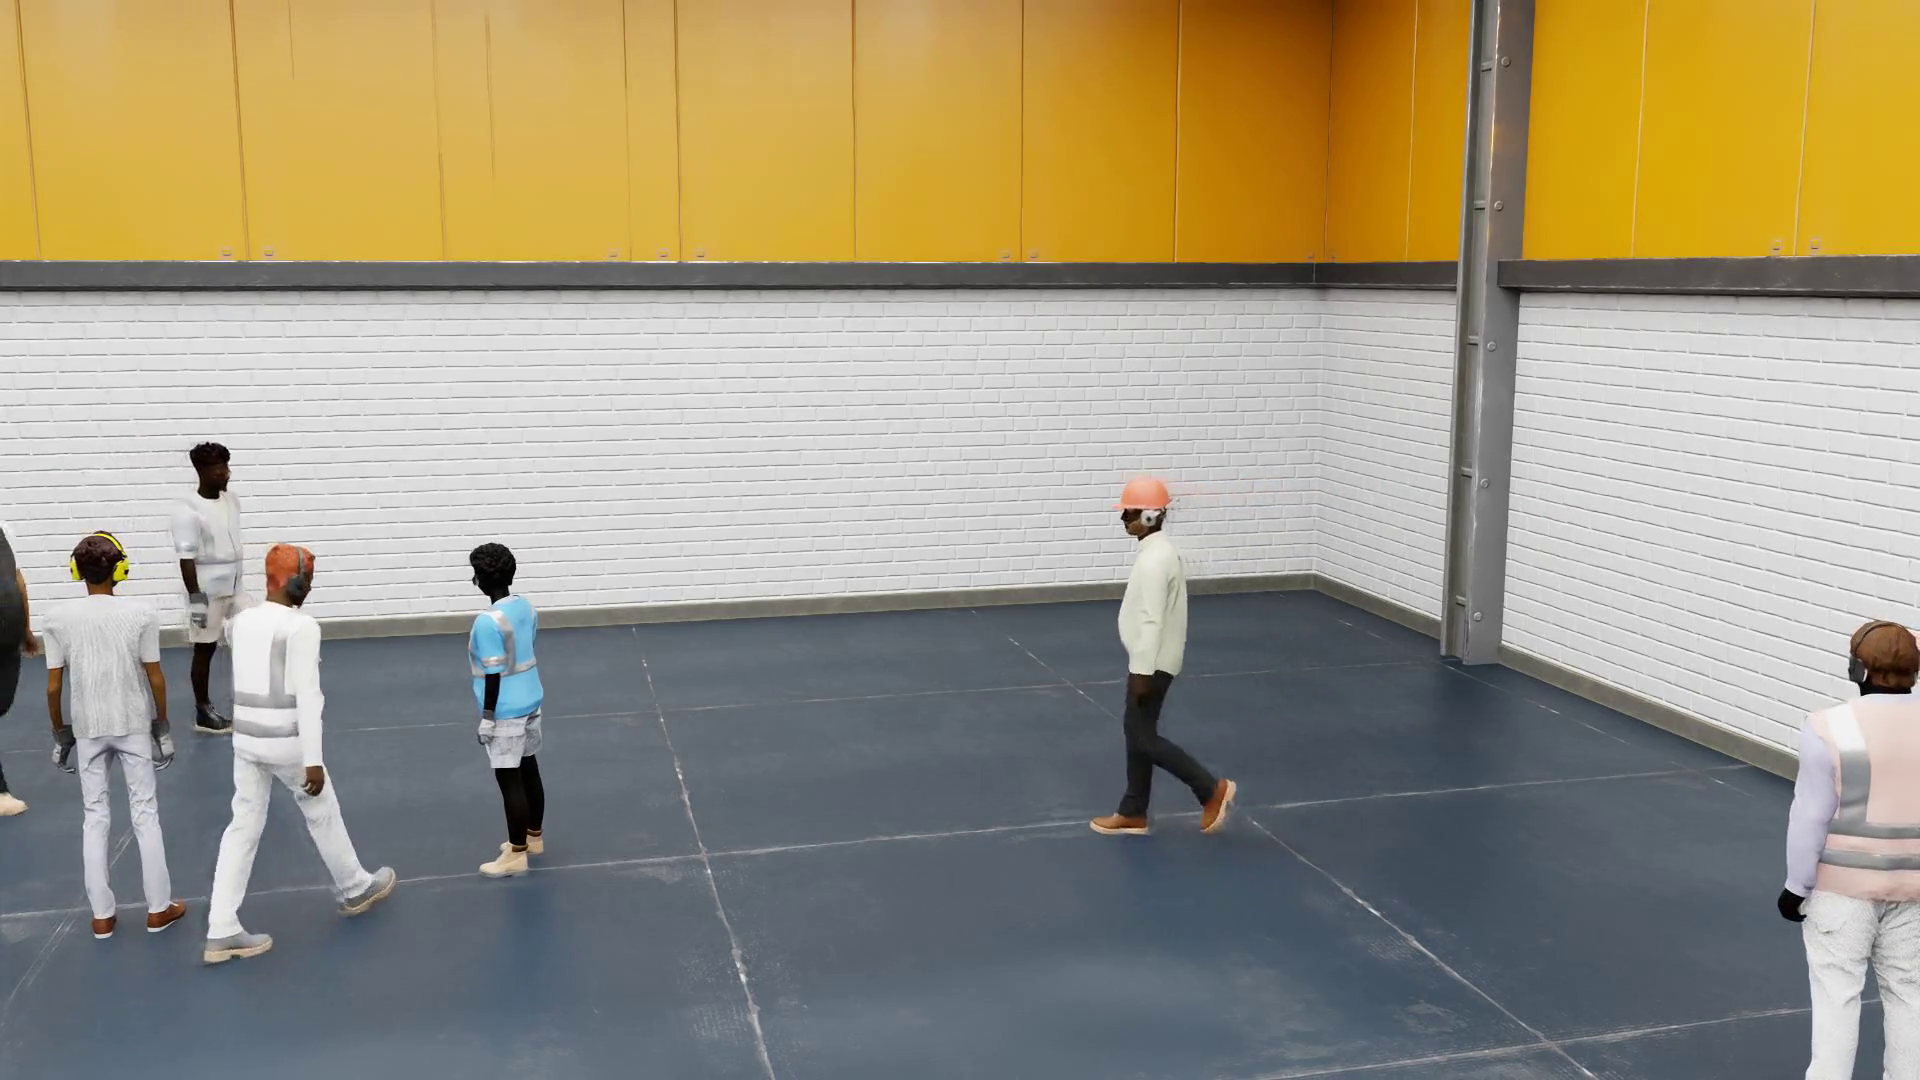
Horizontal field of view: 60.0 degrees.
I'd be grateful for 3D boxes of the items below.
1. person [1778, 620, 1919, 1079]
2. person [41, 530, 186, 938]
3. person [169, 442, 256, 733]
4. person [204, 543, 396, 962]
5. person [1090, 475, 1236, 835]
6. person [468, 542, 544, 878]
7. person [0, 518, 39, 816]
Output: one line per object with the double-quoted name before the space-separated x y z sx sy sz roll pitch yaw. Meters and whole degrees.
"person" 3.180 1.189 5.826 0.634 1.839 0.429 0 9 -2
"person" -3.882 0.888 7.611 0.517 1.873 0.334 -2 9 -14
"person" -4.778 0.329 10.873 0.709 1.934 0.647 3 9 16
"person" -3.048 0.930 7.540 0.644 1.810 1.024 4 10 25
"person" 1.075 0.638 8.838 0.676 1.980 0.630 1 9 5
"person" -2.286 0.852 8.393 0.322 1.690 0.533 1 9 8
"person" -5.671 0.507 9.455 0.905 2.000 0.682 3 10 20
